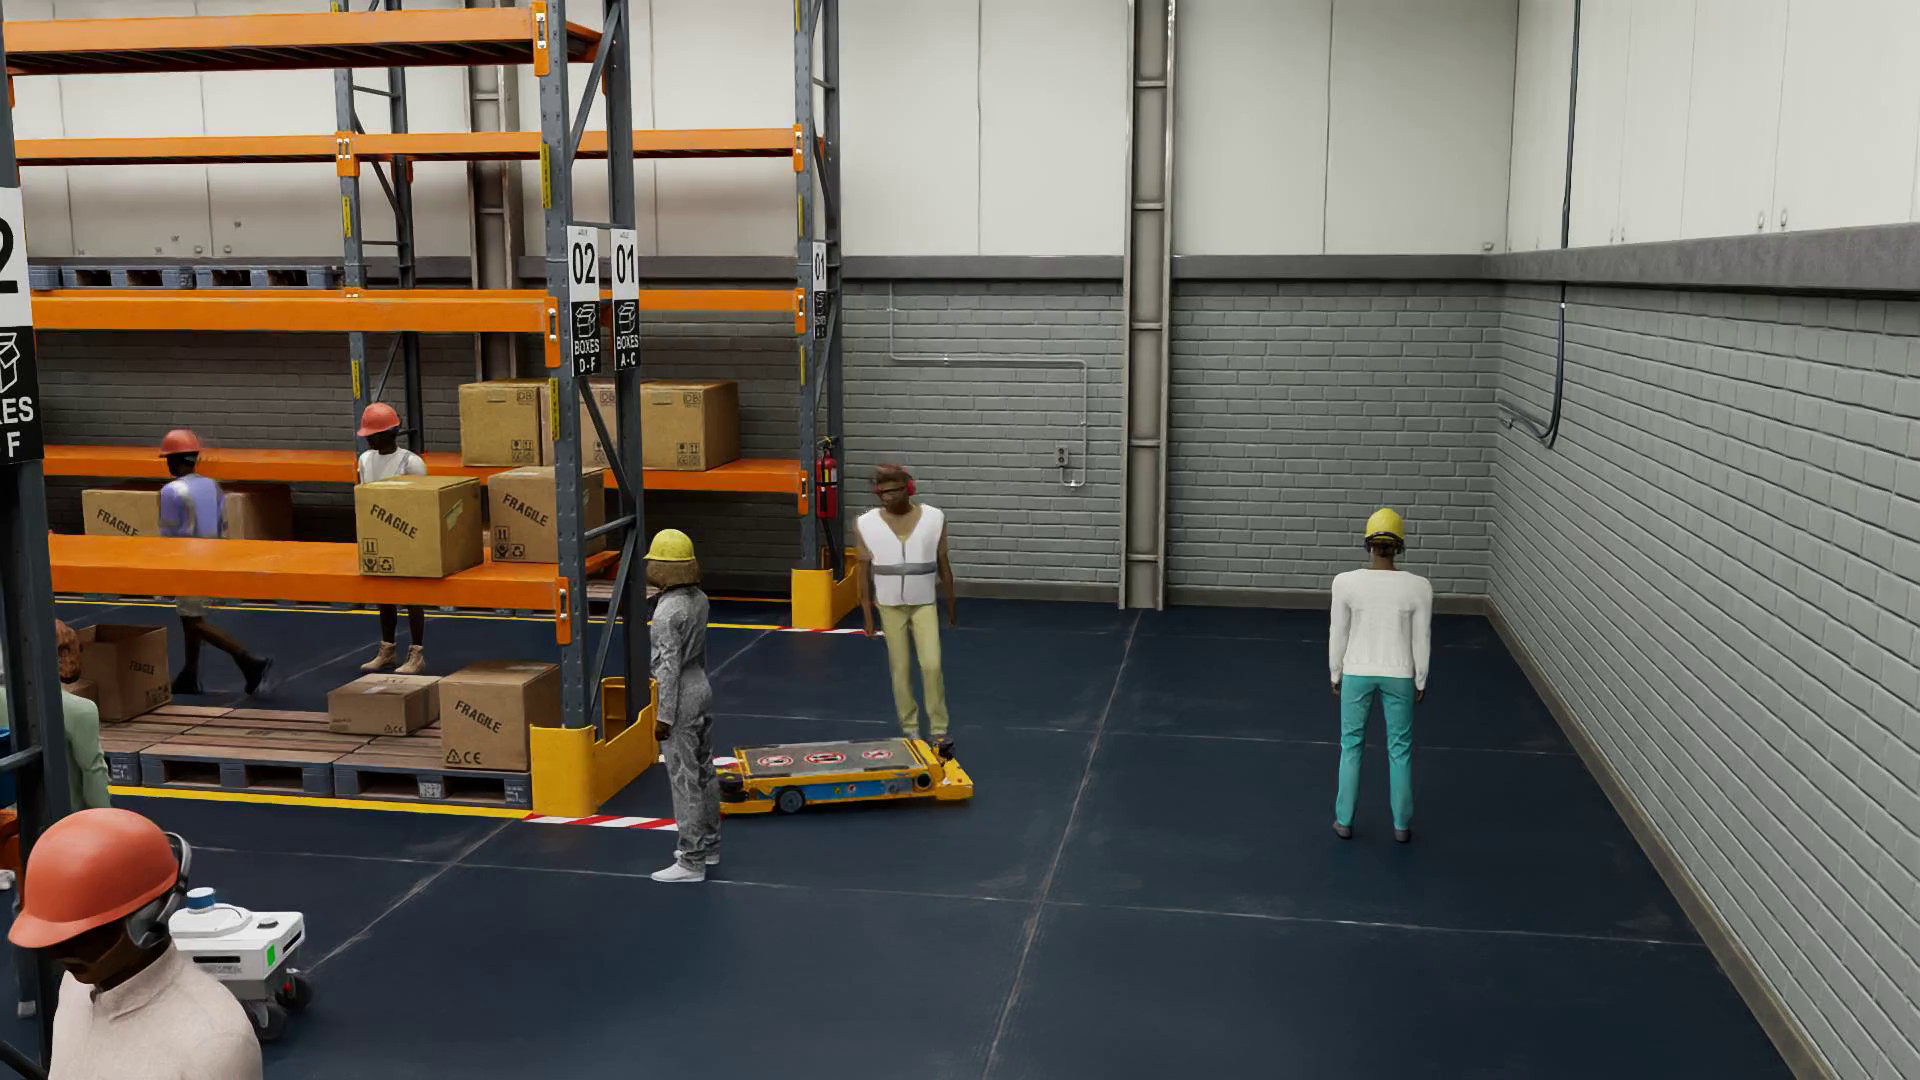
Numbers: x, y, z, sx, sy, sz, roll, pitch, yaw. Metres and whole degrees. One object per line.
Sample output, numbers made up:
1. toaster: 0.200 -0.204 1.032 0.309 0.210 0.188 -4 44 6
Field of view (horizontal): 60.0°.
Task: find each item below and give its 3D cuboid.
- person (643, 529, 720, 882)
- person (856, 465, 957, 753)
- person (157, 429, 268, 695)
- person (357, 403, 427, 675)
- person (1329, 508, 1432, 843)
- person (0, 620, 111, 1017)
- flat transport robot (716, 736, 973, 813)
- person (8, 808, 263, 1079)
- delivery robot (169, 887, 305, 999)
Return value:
1. person: -1.385 0.809 8.185 0.321 1.743 0.489 2 9 14
2. person: -0.317 0.440 10.262 0.614 1.816 0.650 -1 9 -6
3. person: -5.274 0.177 11.620 0.825 1.906 0.539 1 9 8
4. person: -4.208 0.005 12.281 0.607 2.033 0.403 4 10 26
5. person: 2.205 0.710 8.767 0.520 1.758 0.344 2 9 13
6. person: -3.604 1.121 6.627 0.506 1.623 0.290 2 9 13
7. flat transport robot: -0.690 1.330 9.506 1.431 0.197 0.652 -2 9 -12
8. person: -1.600 1.478 3.287 0.609 1.986 0.391 6 11 33
9. delivery robot: -2.974 1.615 6.555 0.707 0.478 0.477 -1 9 0
